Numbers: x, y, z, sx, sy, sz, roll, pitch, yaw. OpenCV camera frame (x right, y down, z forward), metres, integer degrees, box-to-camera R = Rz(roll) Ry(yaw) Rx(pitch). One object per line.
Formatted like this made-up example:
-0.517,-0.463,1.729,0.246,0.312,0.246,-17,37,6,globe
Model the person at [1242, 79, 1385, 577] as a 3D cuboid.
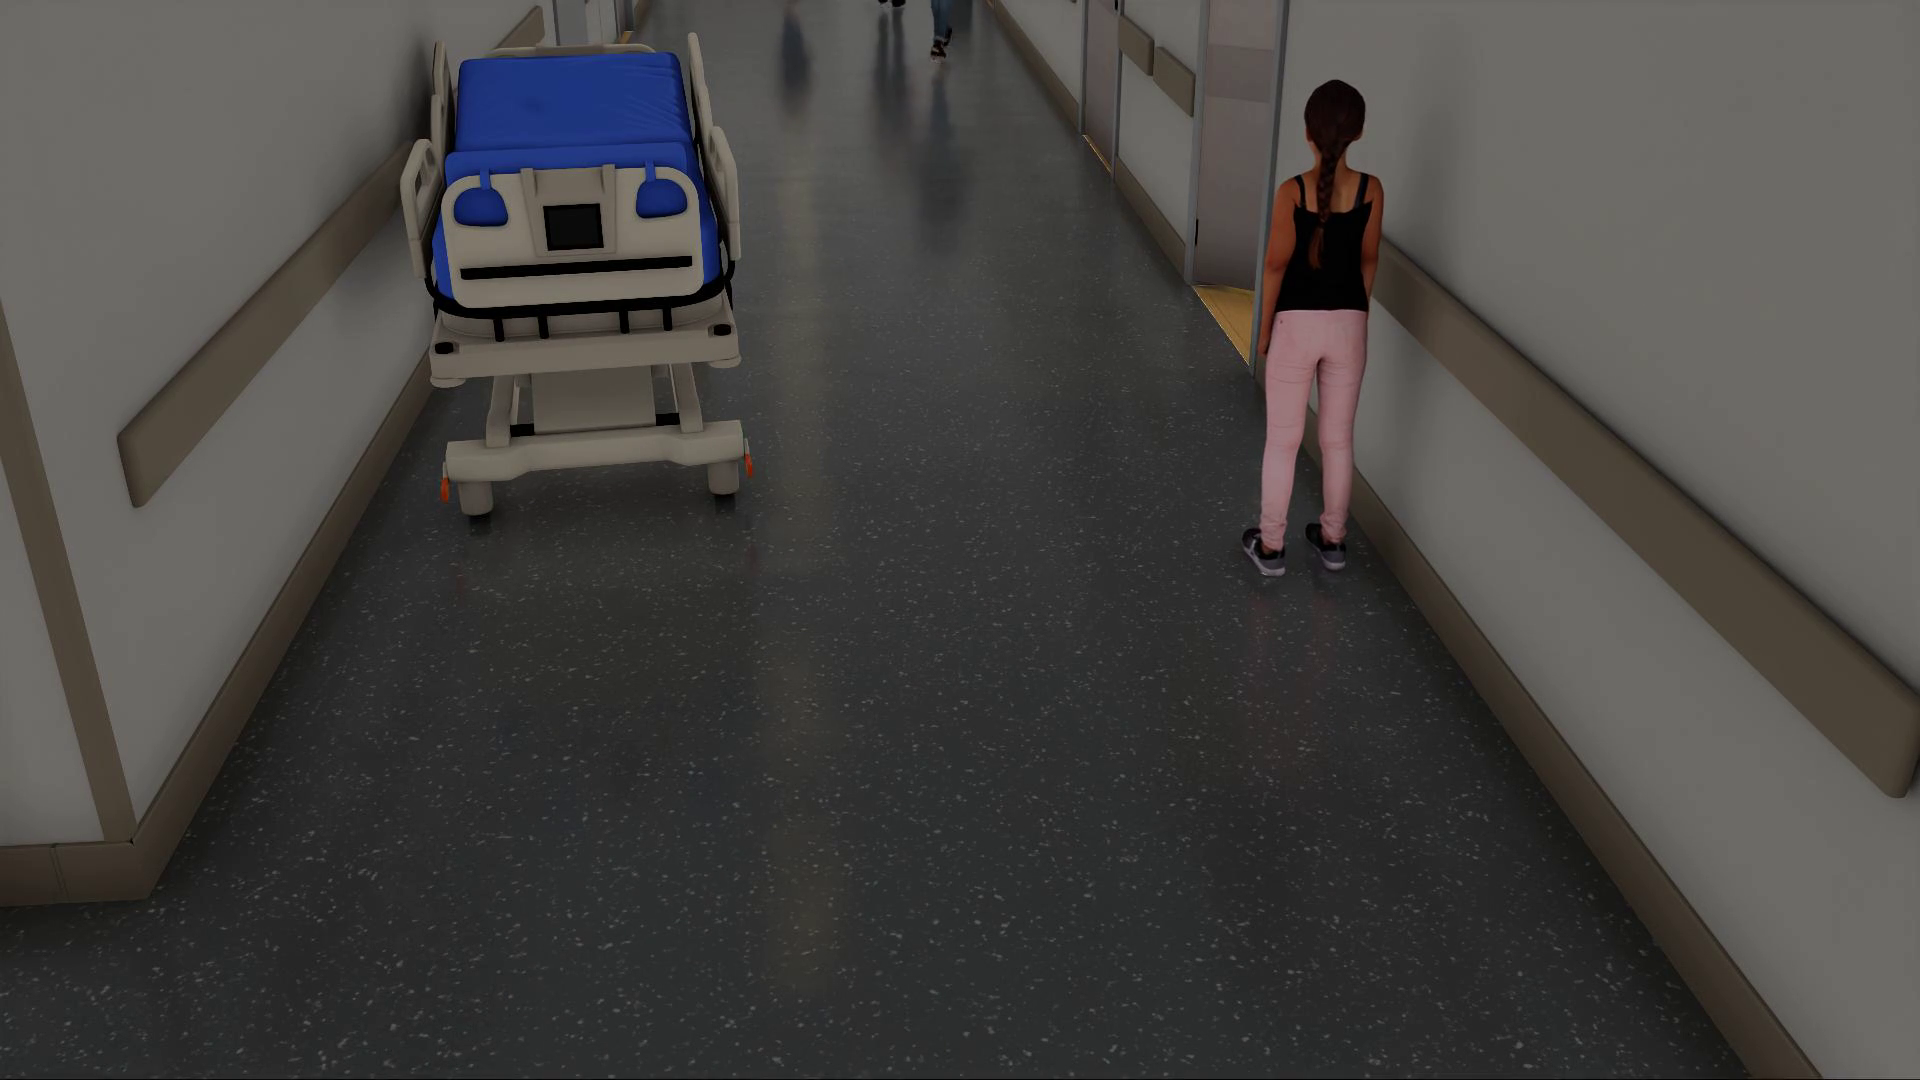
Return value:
1.122,-0.638,5.184,0.451,1.564,0.564,-1,26,-2,person
